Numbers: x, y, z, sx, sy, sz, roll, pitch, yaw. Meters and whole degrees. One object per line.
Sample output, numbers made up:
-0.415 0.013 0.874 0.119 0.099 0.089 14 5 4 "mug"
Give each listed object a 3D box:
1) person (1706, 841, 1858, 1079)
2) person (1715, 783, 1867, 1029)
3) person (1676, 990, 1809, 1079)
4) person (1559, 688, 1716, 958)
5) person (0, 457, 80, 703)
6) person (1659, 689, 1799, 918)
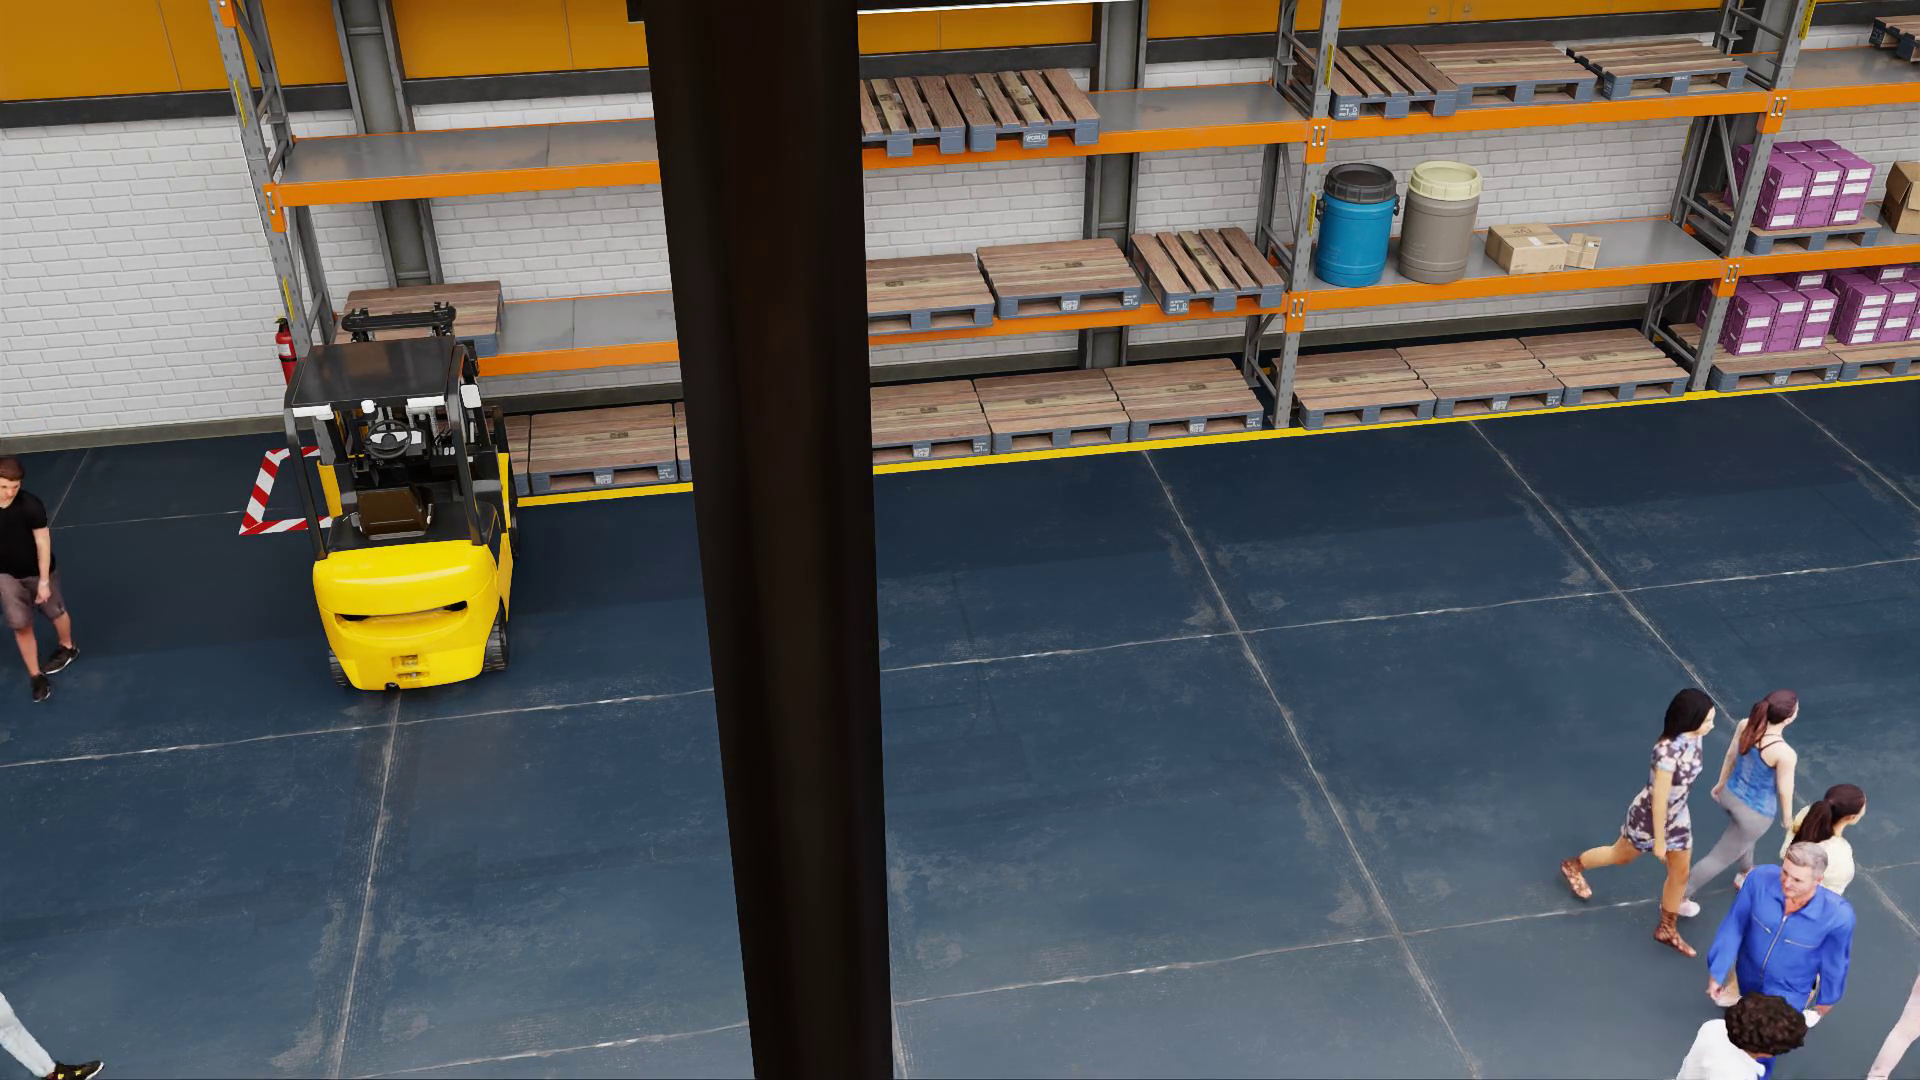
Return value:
4.142 2.147 8.376 1.259 1.786 1.047 -24 40 -31 "person"
4.392 1.947 8.843 0.740 1.602 0.665 -2 34 -3 "person"
3.279 2.684 7.567 0.807 1.787 0.765 3 34 5 "person"
3.855 1.529 9.389 1.131 1.693 1.003 -24 40 -31 "person"
-6.360 0.168 11.331 0.854 1.810 0.824 1 34 1 "person"
4.424 1.543 9.476 1.064 1.574 0.602 -8 34 -12 "person"
